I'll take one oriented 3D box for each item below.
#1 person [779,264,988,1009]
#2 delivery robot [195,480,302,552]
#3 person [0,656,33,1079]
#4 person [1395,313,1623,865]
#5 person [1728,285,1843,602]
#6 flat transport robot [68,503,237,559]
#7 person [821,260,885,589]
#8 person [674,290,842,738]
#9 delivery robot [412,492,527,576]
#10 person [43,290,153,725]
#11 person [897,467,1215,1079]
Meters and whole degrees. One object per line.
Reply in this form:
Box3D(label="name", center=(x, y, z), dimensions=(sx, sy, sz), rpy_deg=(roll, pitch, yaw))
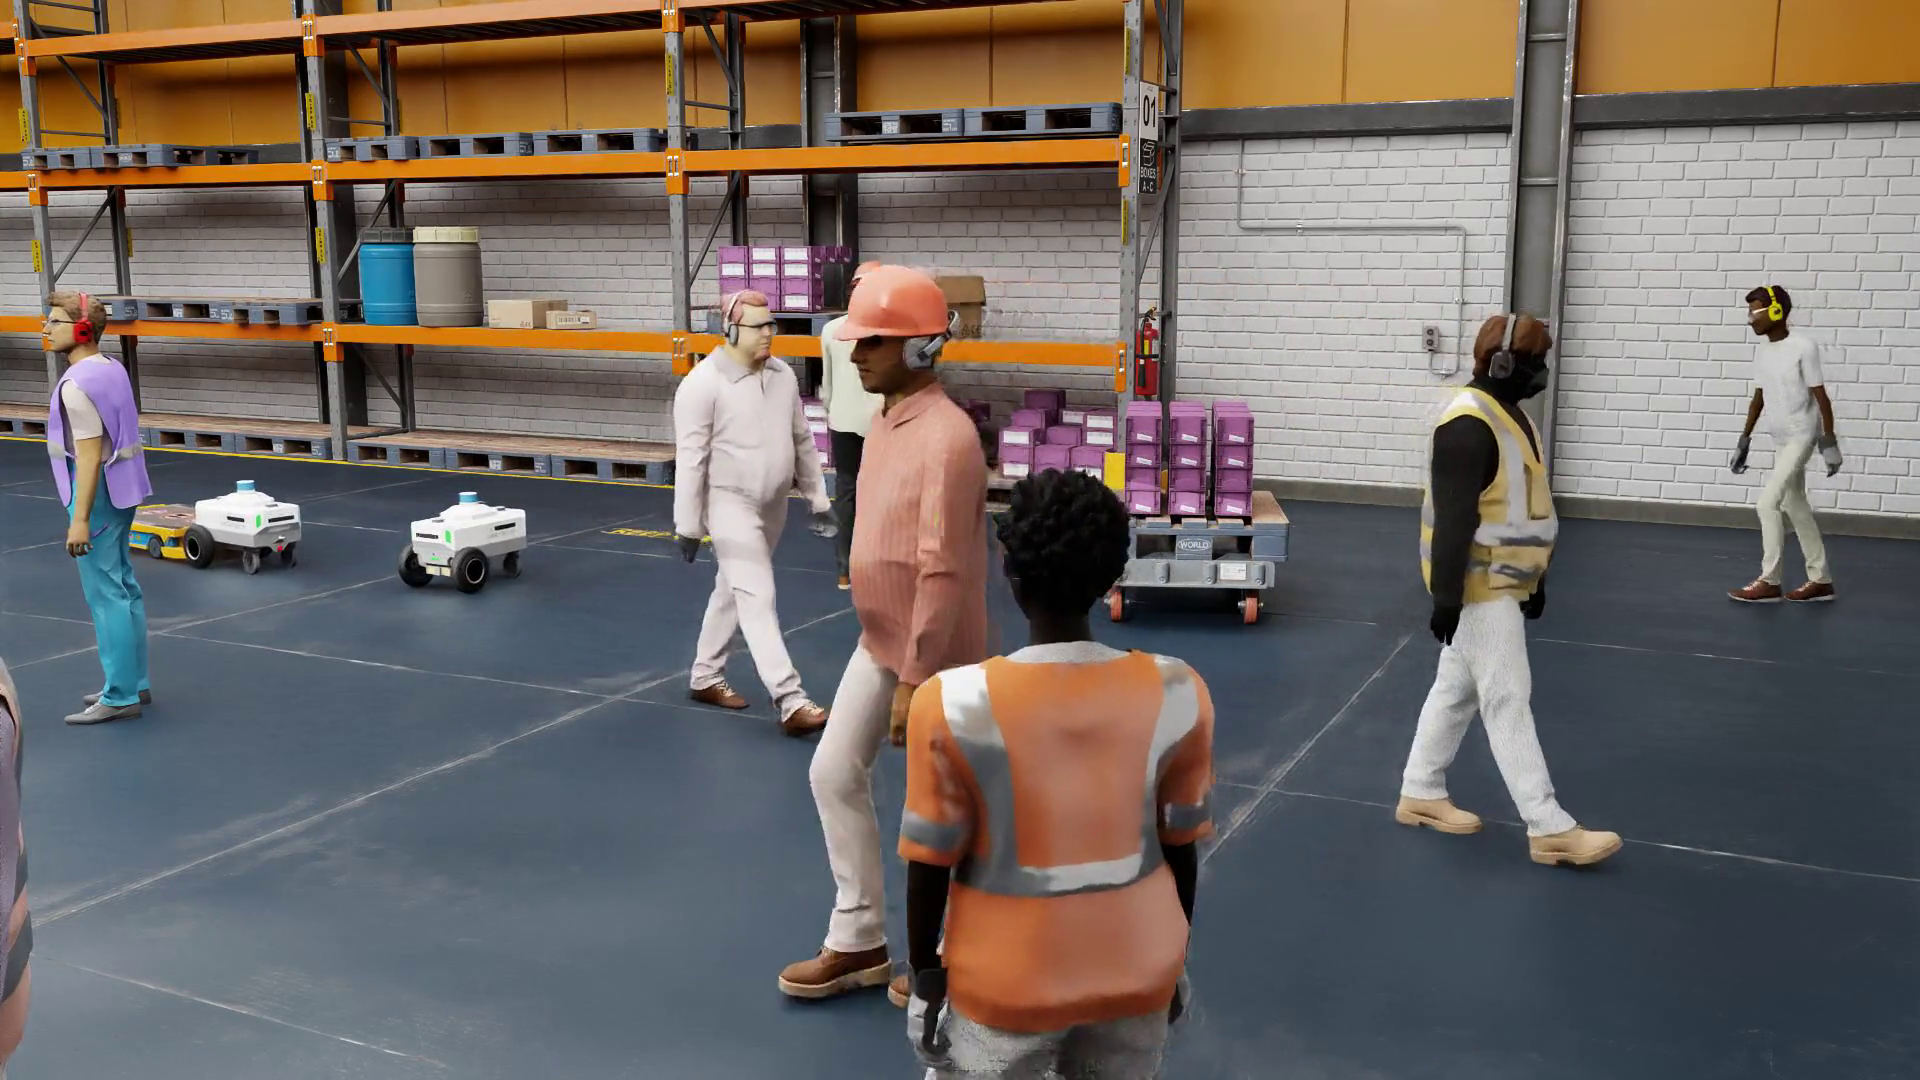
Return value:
Box3D(label="person", center=(-0.210, 0.290, 4.311), dimensions=(0.738, 1.973, 0.630), rpy_deg=(-4, 11, -23))
Box3D(label="delivery robot", center=(-4.522, -0.135, 10.569), dimensions=(0.707, 0.478, 0.477), rpy_deg=(7, 12, 33))
Box3D(label="person", center=(-1.518, 0.713, 2.294), dimensions=(0.627, 1.847, 0.429), rpy_deg=(8, 13, 39))
Box3D(label="person", center=(1.856, 0.156, 5.574), dimensions=(0.788, 1.807, 0.653), rpy_deg=(5, 11, 28))
Box3D(label="person", center=(4.732, -0.540, 9.546), dimensions=(0.749, 1.809, 0.546), rpy_deg=(0, 10, -2))
Box3D(label="flat transport robot", center=(-5.357, -0.076, 11.302), dimensions=(1.431, 0.197, 0.652), rpy_deg=(6, 12, 33))
Box3D(label="person", center=(-0.559, -0.688, 10.007), dimensions=(0.628, 1.966, 0.536), rpy_deg=(3, 10, 18))
Box3D(label="person", center=(-0.855, -0.119, 7.046), dimensions=(1.011, 1.852, 0.661), rpy_deg=(6, 12, 32))
Box3D(label="delivery robot", center=(-2.962, -0.047, 10.066), dimensions=(0.477, 0.478, 0.707), rpy_deg=(5, 11, 27))
Box3D(label="person", center=(-3.692, -0.139, 7.153), dimensions=(0.381, 1.849, 0.570), rpy_deg=(-2, 10, -14))
Box3D(label="person", center=(0.172, 0.725, 2.695), dimensions=(0.538, 1.680, 0.573), rpy_deg=(-2, 10, -14))
